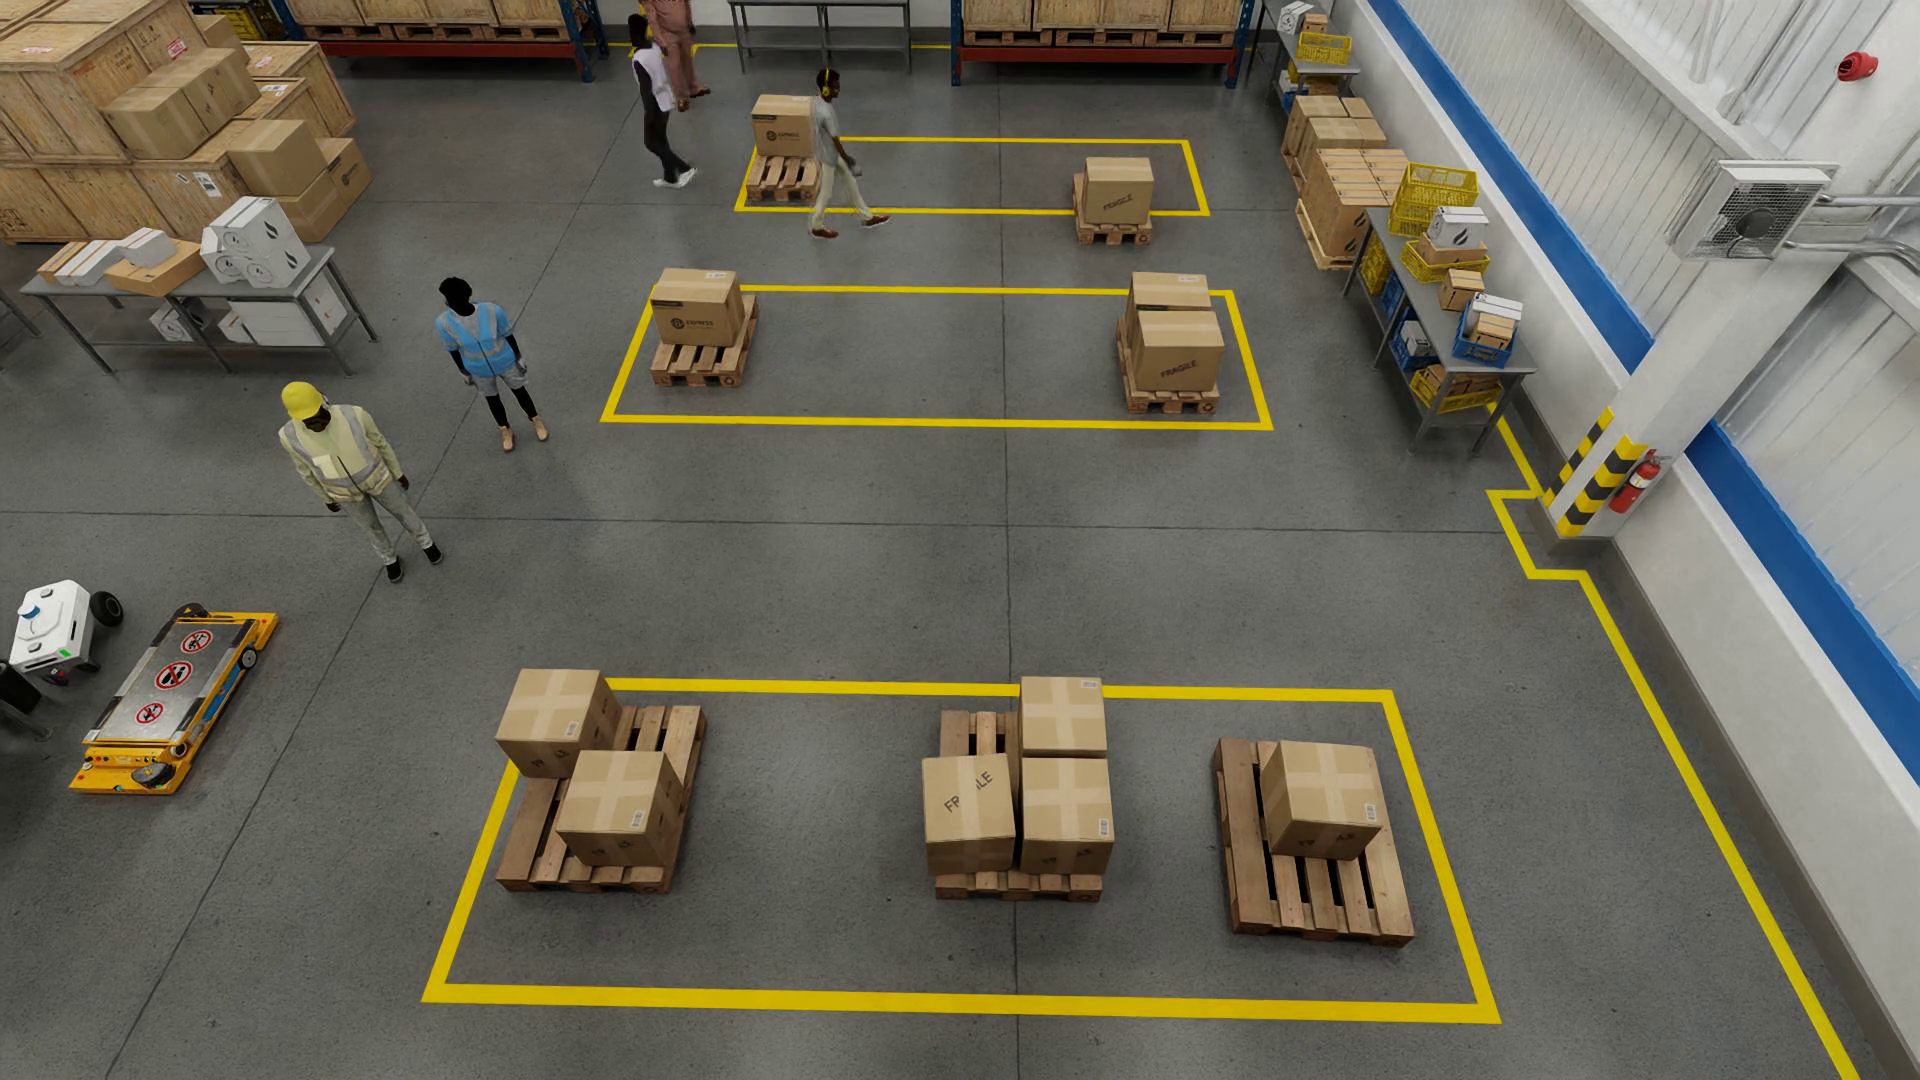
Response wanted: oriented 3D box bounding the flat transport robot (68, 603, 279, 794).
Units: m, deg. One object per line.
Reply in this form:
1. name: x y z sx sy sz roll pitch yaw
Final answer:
1. flat transport robot: -5.504 1.072 6.442 0.652 0.197 1.431 1 50 1

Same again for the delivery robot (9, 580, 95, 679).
1. delivery robot: -6.510 0.634 6.569 0.477 0.478 0.707 -20 52 -16

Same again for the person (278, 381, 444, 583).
1. person: -4.377 -0.421 6.689 0.587 1.833 0.404 -27 55 -21

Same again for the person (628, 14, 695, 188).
1. person: -3.468 -4.965 10.510 0.506 1.879 0.645 2 50 1

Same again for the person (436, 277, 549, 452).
1. person: -3.909 -1.463 7.656 0.538 1.698 0.319 -19 52 -16

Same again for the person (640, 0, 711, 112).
1. person: -3.662 -6.607 11.908 0.420 1.867 0.801 31 56 24

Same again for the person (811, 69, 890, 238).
1. person: -1.249 -4.082 9.801 0.982 1.810 0.492 -2 50 -2
